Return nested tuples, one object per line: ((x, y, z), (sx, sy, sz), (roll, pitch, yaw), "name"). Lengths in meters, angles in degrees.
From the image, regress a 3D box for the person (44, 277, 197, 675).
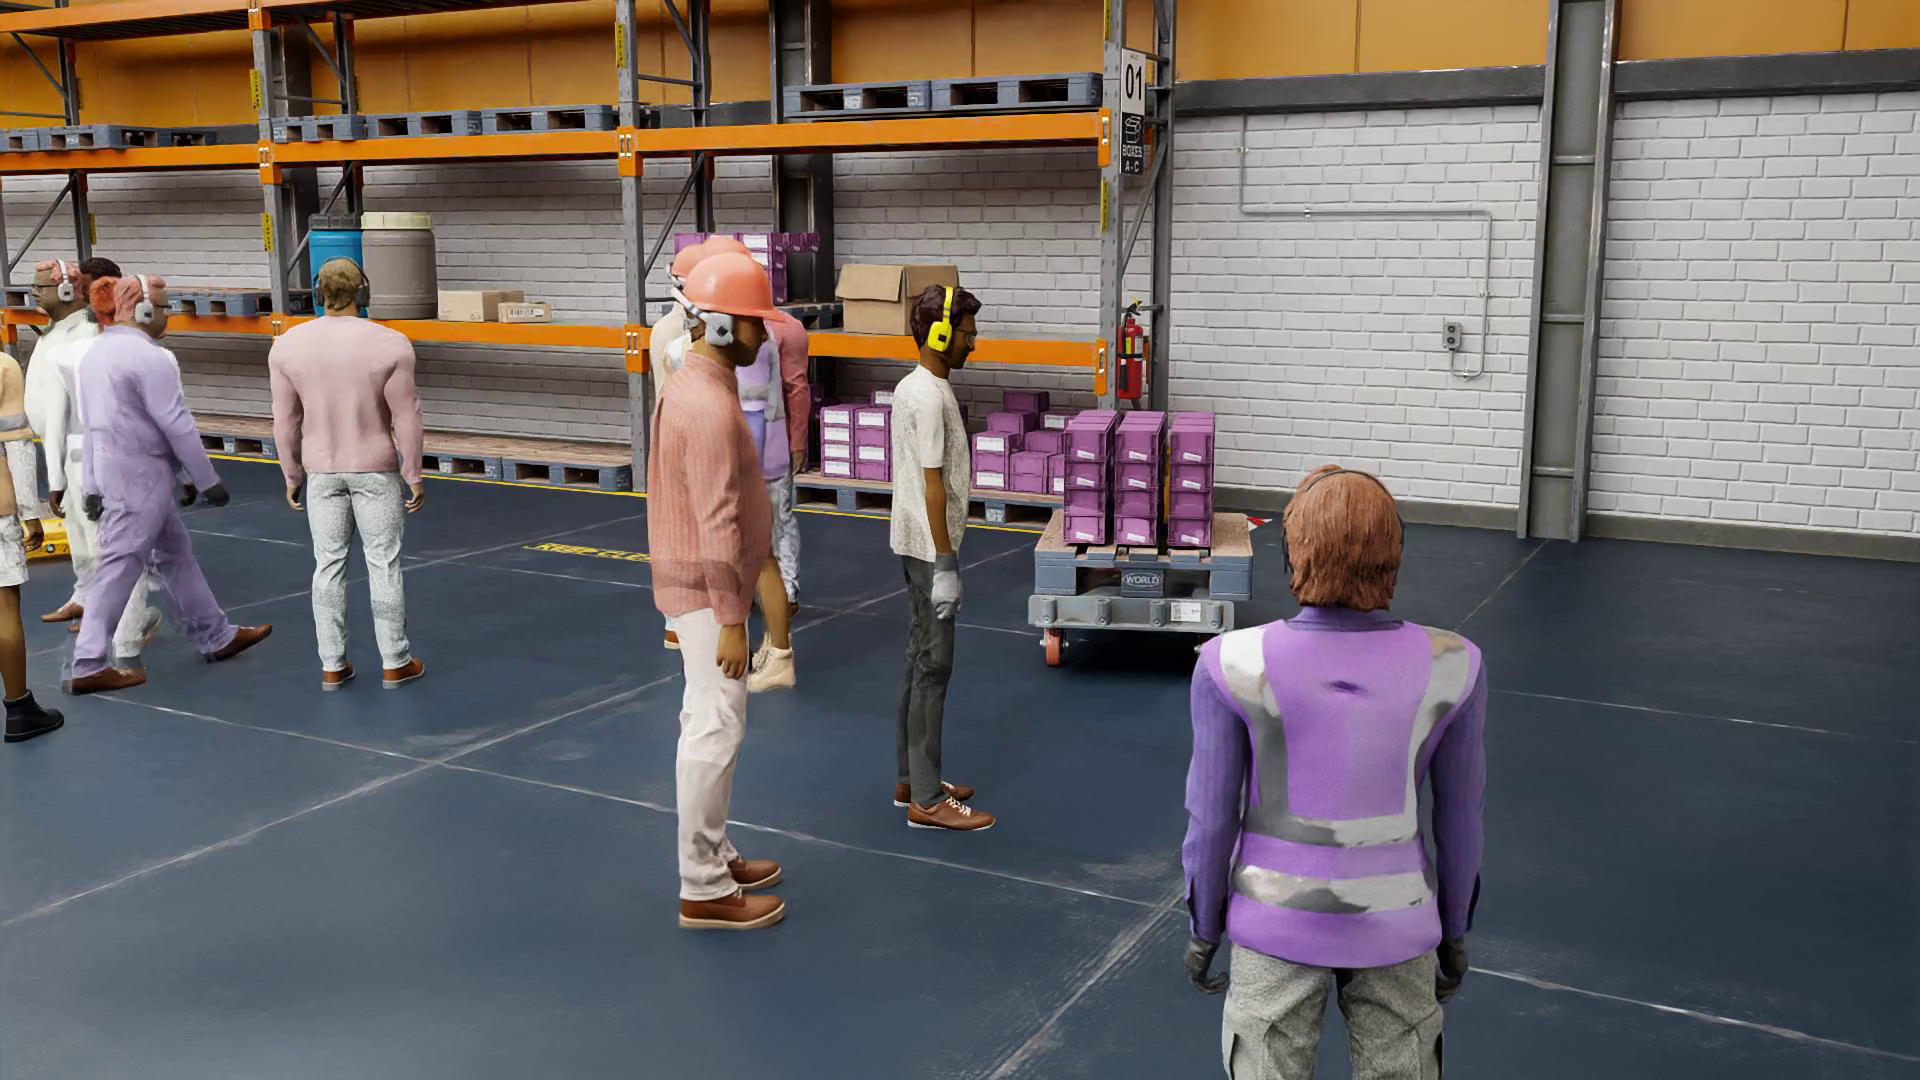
((-3.930, -0.311, 7.839), (0.589, 1.834, 0.965), (-2, 10, -9), "person")

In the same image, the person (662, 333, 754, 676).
((-1.078, -0.315, 7.640), (0.550, 1.923, 0.389), (3, 11, 16), "person")

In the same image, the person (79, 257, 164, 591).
((-4.750, -0.645, 9.480), (0.397, 1.912, 0.593), (-6, 12, -31), "person")

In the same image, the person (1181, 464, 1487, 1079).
((0.638, 0.691, 2.882), (0.515, 1.640, 0.315), (0, 10, 2), "person")

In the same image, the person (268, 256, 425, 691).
((-2.706, -0.286, 7.423), (0.636, 1.937, 0.358), (-1, 10, -4), "person")

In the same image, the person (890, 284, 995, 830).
((-0.074, 0.060, 5.731), (0.329, 1.865, 0.512), (-2, 11, -11), "person")

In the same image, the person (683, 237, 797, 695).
((-0.975, -0.329, 7.443), (0.473, 2.027, 0.618), (-3, 11, -14), "person")

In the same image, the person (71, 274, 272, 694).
((-3.655, -0.268, 7.559), (0.970, 1.848, 0.633), (-9, 14, -42), "person")

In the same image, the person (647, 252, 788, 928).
((-0.699, 0.159, 4.878), (0.410, 1.981, 0.624), (-3, 11, -14), "person")

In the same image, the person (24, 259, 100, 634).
((-4.576, -0.481, 8.579), (0.639, 1.908, 0.409), (10, 14, 43), "person")

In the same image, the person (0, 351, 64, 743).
((-3.954, -0.147, 6.660), (0.552, 1.935, 0.374), (-1, 10, -3), "person")
